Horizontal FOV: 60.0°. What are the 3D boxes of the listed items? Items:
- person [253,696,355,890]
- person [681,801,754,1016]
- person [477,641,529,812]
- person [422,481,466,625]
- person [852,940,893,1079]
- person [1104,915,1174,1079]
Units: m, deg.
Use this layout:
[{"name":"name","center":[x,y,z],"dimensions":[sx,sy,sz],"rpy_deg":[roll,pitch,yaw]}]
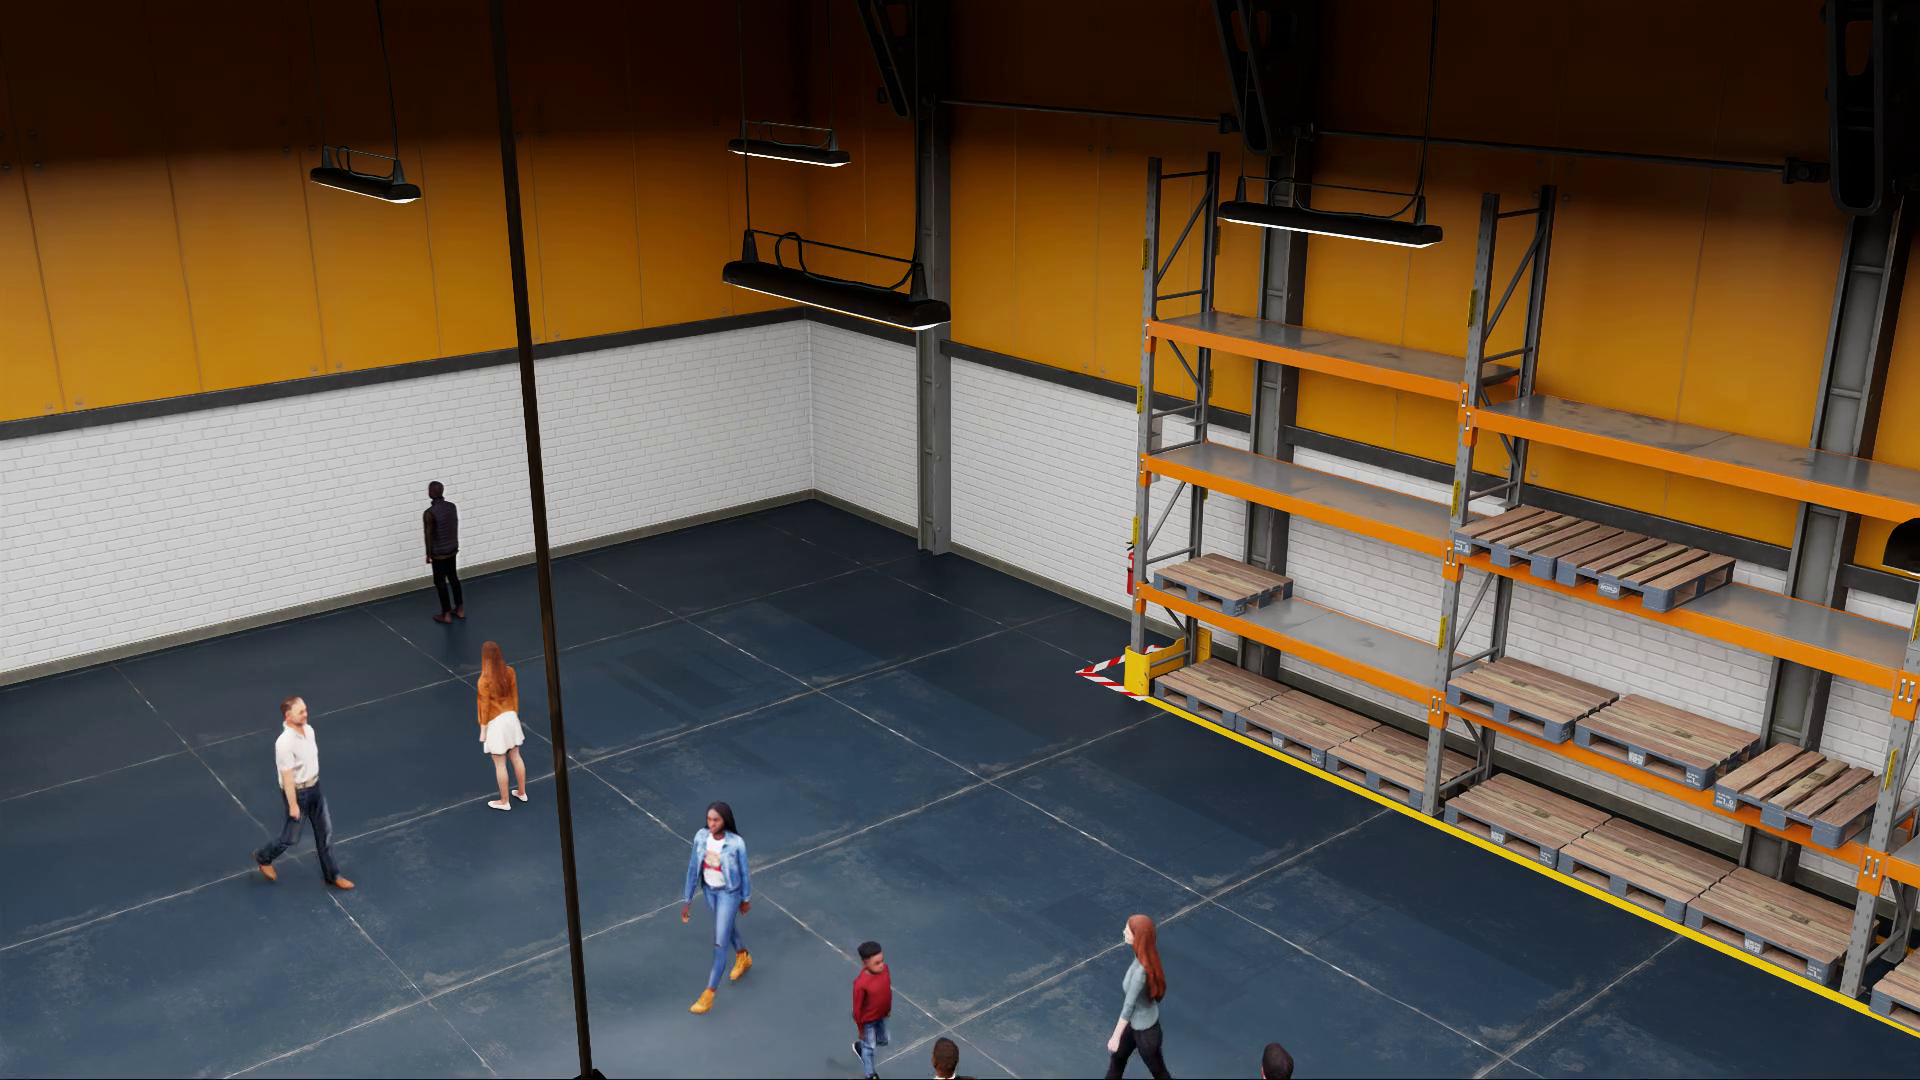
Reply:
[{"name":"person","center":[-5.926,2.247,14.731],"dimensions":[1.279,1.828,1.103],"rpy_deg":[5,19,14]},{"name":"person","center":[-1.857,2.830,13.253],"dimensions":[1.187,1.667,1.009],"rpy_deg":[8,20,23]},{"name":"person","center":[-4.476,1.800,16.227],"dimensions":[0.652,1.719,0.685],"rpy_deg":[13,22,33]},{"name":"person","center":[-6.515,0.142,20.969],"dimensions":[0.740,1.836,0.764],"rpy_deg":[8,20,23]},{"name":"person","center":[-0.687,3.433,12.124],"dimensions":[0.687,1.244,0.588],"rpy_deg":[13,22,33]},{"name":"person","center":[1.339,3.414,11.479],"dimensions":[1.211,1.692,1.021],"rpy_deg":[5,19,15]}]
